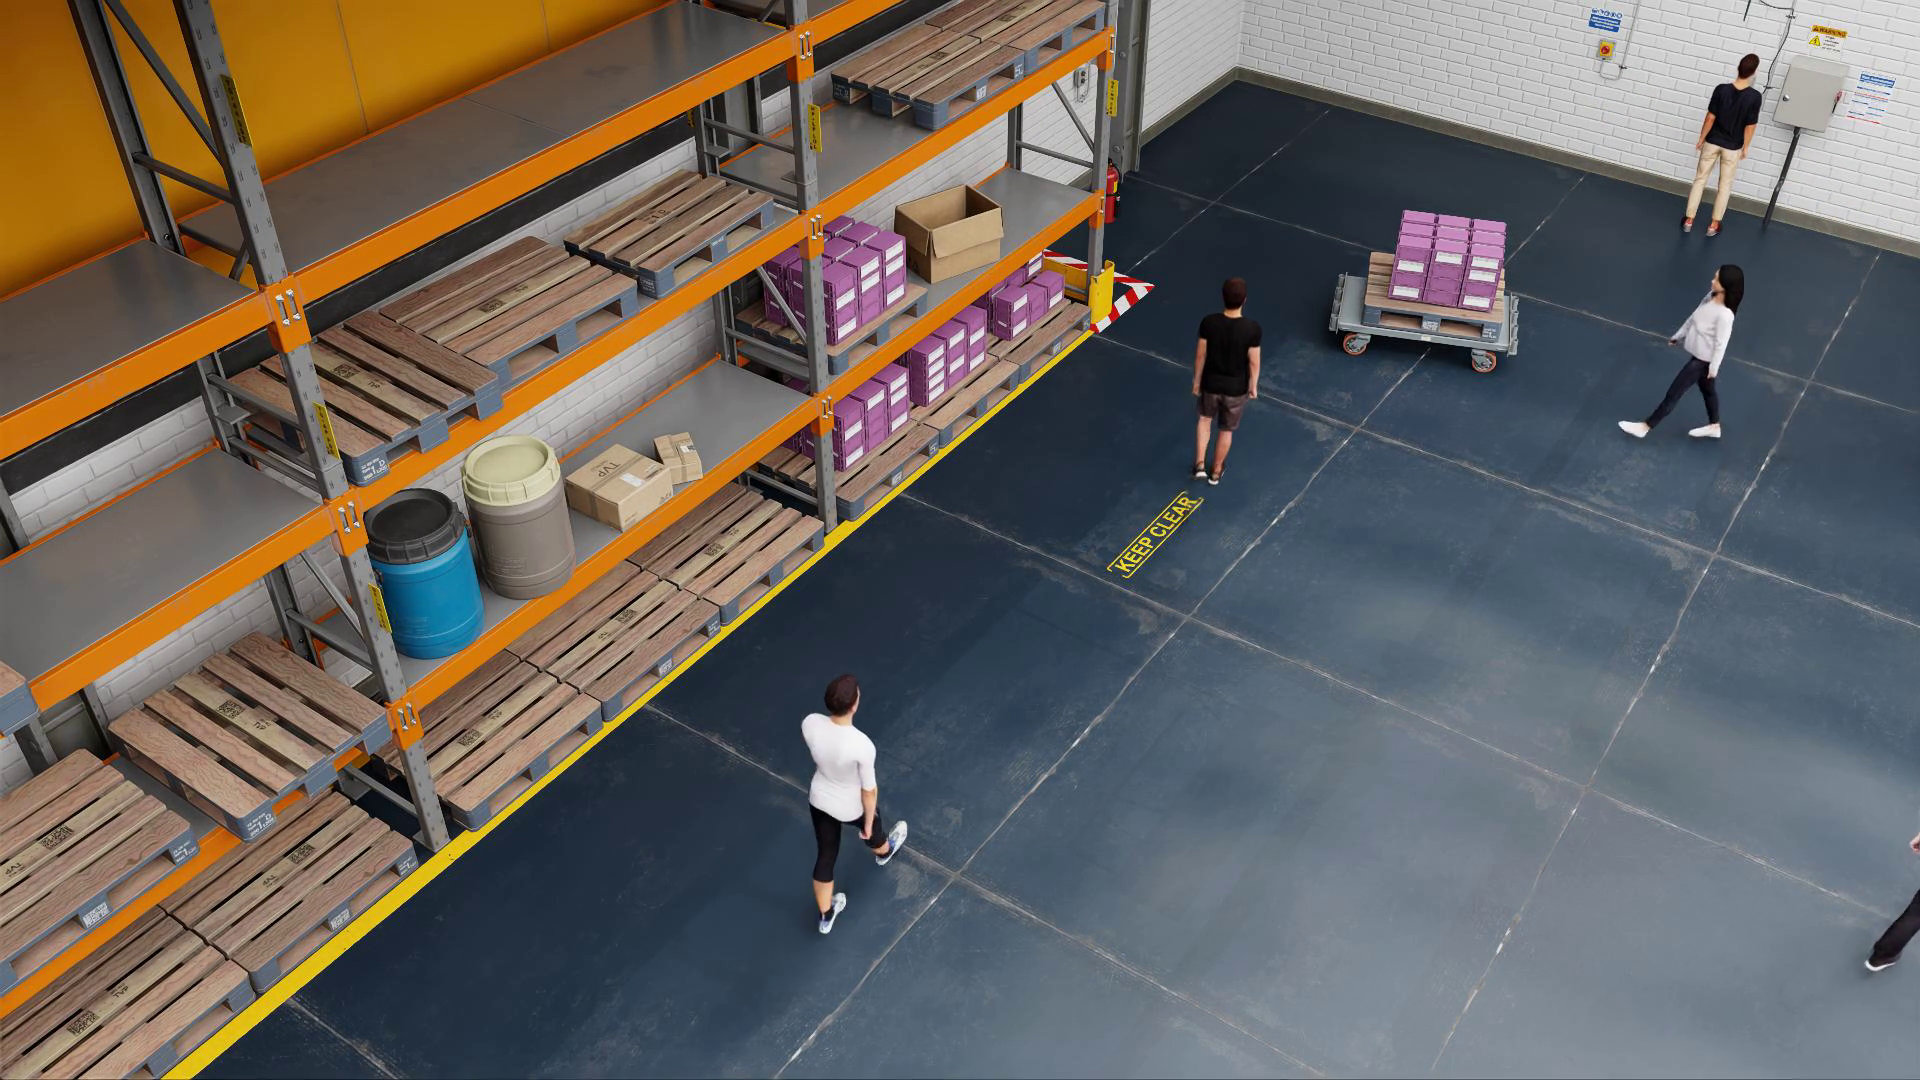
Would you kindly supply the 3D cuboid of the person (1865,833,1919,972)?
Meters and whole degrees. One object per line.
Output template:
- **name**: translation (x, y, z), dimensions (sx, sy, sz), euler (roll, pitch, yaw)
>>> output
- **person**: translation (5.605, 1.817, 9.457), dimensions (1.219, 1.693, 0.925), euler (-20, 43, -23)

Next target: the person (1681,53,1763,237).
- **person**: translation (7.582, -3.922, 16.511), dimensions (0.644, 1.858, 0.544), euler (20, 43, 23)

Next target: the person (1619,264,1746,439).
- **person**: translation (6.182, -1.488, 13.627), dimensions (1.015, 1.654, 1.135), euler (6, 39, 7)

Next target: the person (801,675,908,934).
- **person**: translation (-0.740, 1.579, 9.660), dimensions (0.783, 1.812, 1.166), euler (16, 41, 19)

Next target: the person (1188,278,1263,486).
- **person**: translation (2.064, -1.177, 13.079), dimensions (0.773, 1.851, 0.851), euler (11, 40, 14)
